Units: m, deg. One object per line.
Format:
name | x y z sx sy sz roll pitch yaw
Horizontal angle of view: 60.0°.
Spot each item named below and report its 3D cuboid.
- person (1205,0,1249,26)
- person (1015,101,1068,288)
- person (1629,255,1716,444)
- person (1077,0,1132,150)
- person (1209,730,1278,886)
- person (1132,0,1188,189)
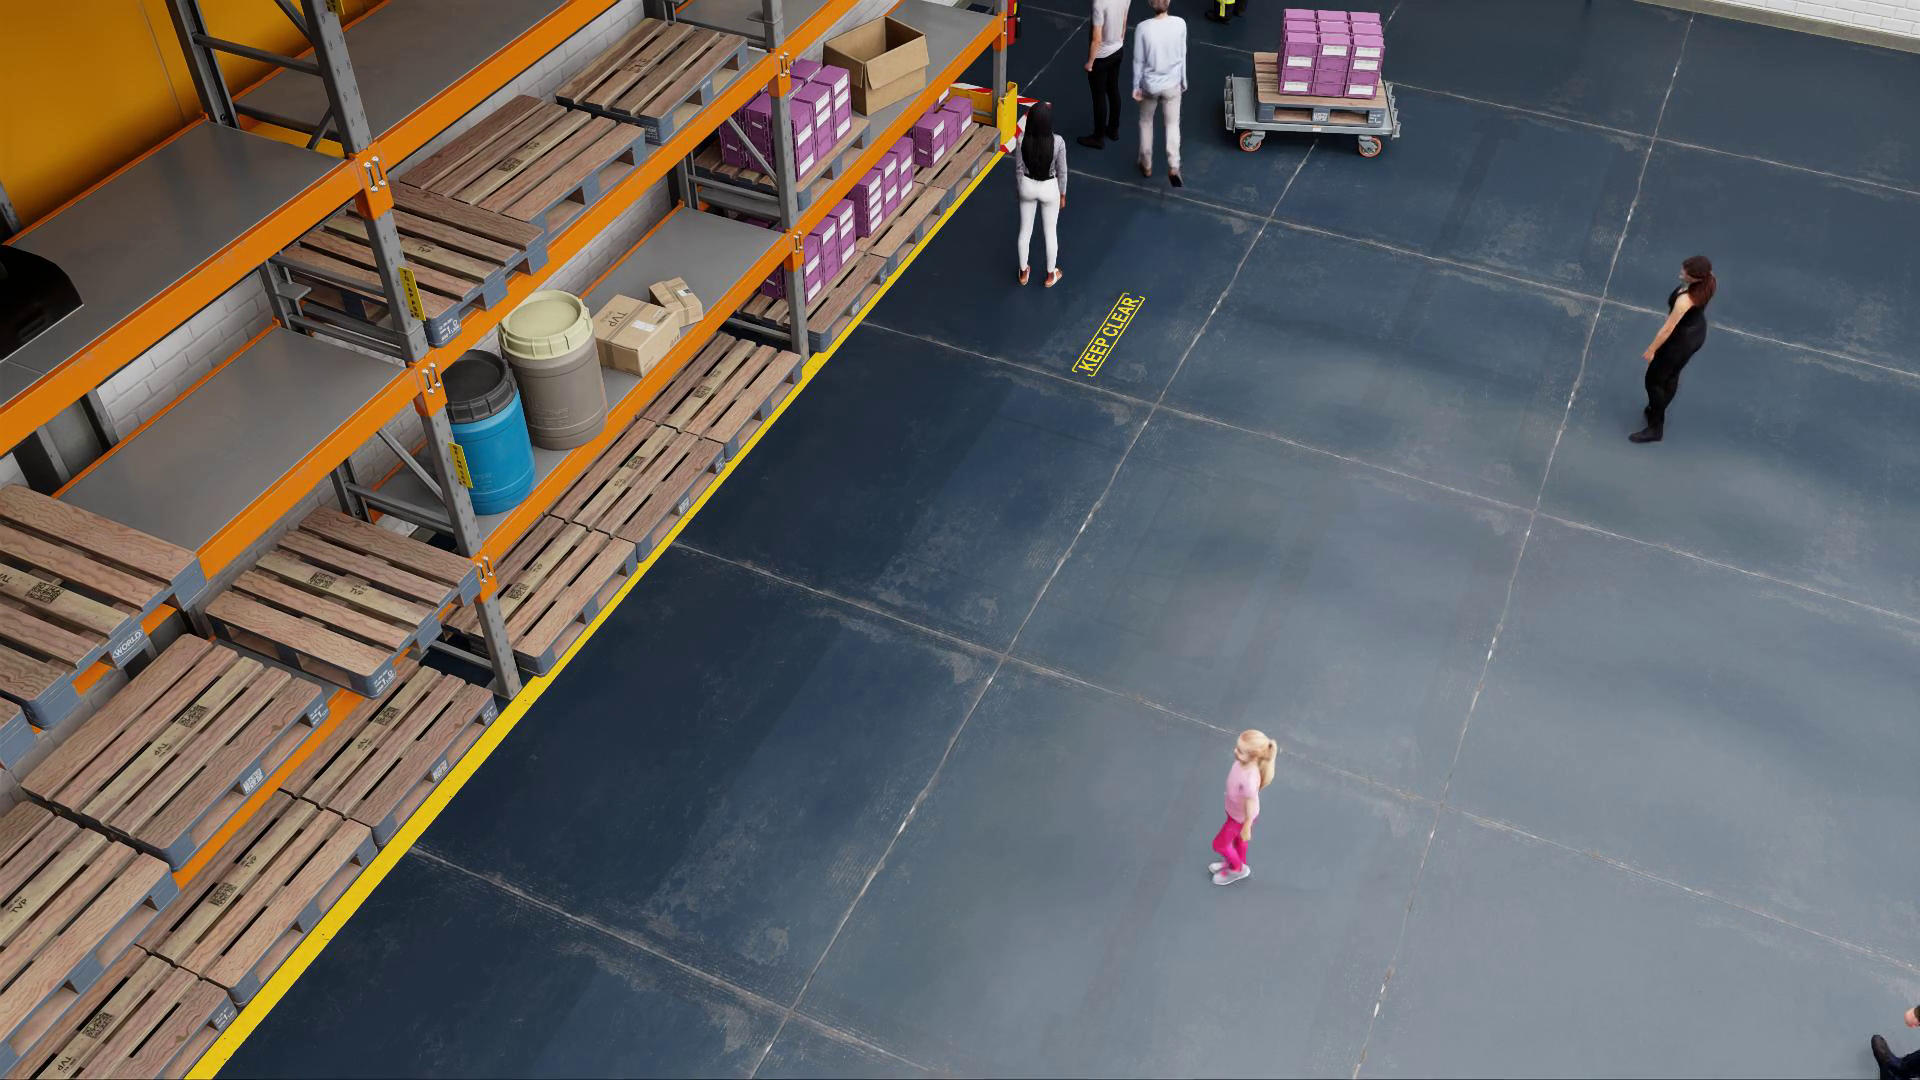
person | 2.917 -6.458 17.548 0.733 1.983 0.913 -34 53 -30
person | 0.668 -2.918 14.019 0.628 1.725 0.586 10 44 10
person | 5.462 -1.515 12.597 0.682 1.654 0.846 -18 47 -18
person | 1.382 -4.582 15.666 0.788 1.863 0.605 33 53 30
person | 1.689 1.557 9.654 0.644 1.266 0.551 2 44 2
person | 1.839 -4.079 15.138 0.978 1.862 1.154 1 44 2
